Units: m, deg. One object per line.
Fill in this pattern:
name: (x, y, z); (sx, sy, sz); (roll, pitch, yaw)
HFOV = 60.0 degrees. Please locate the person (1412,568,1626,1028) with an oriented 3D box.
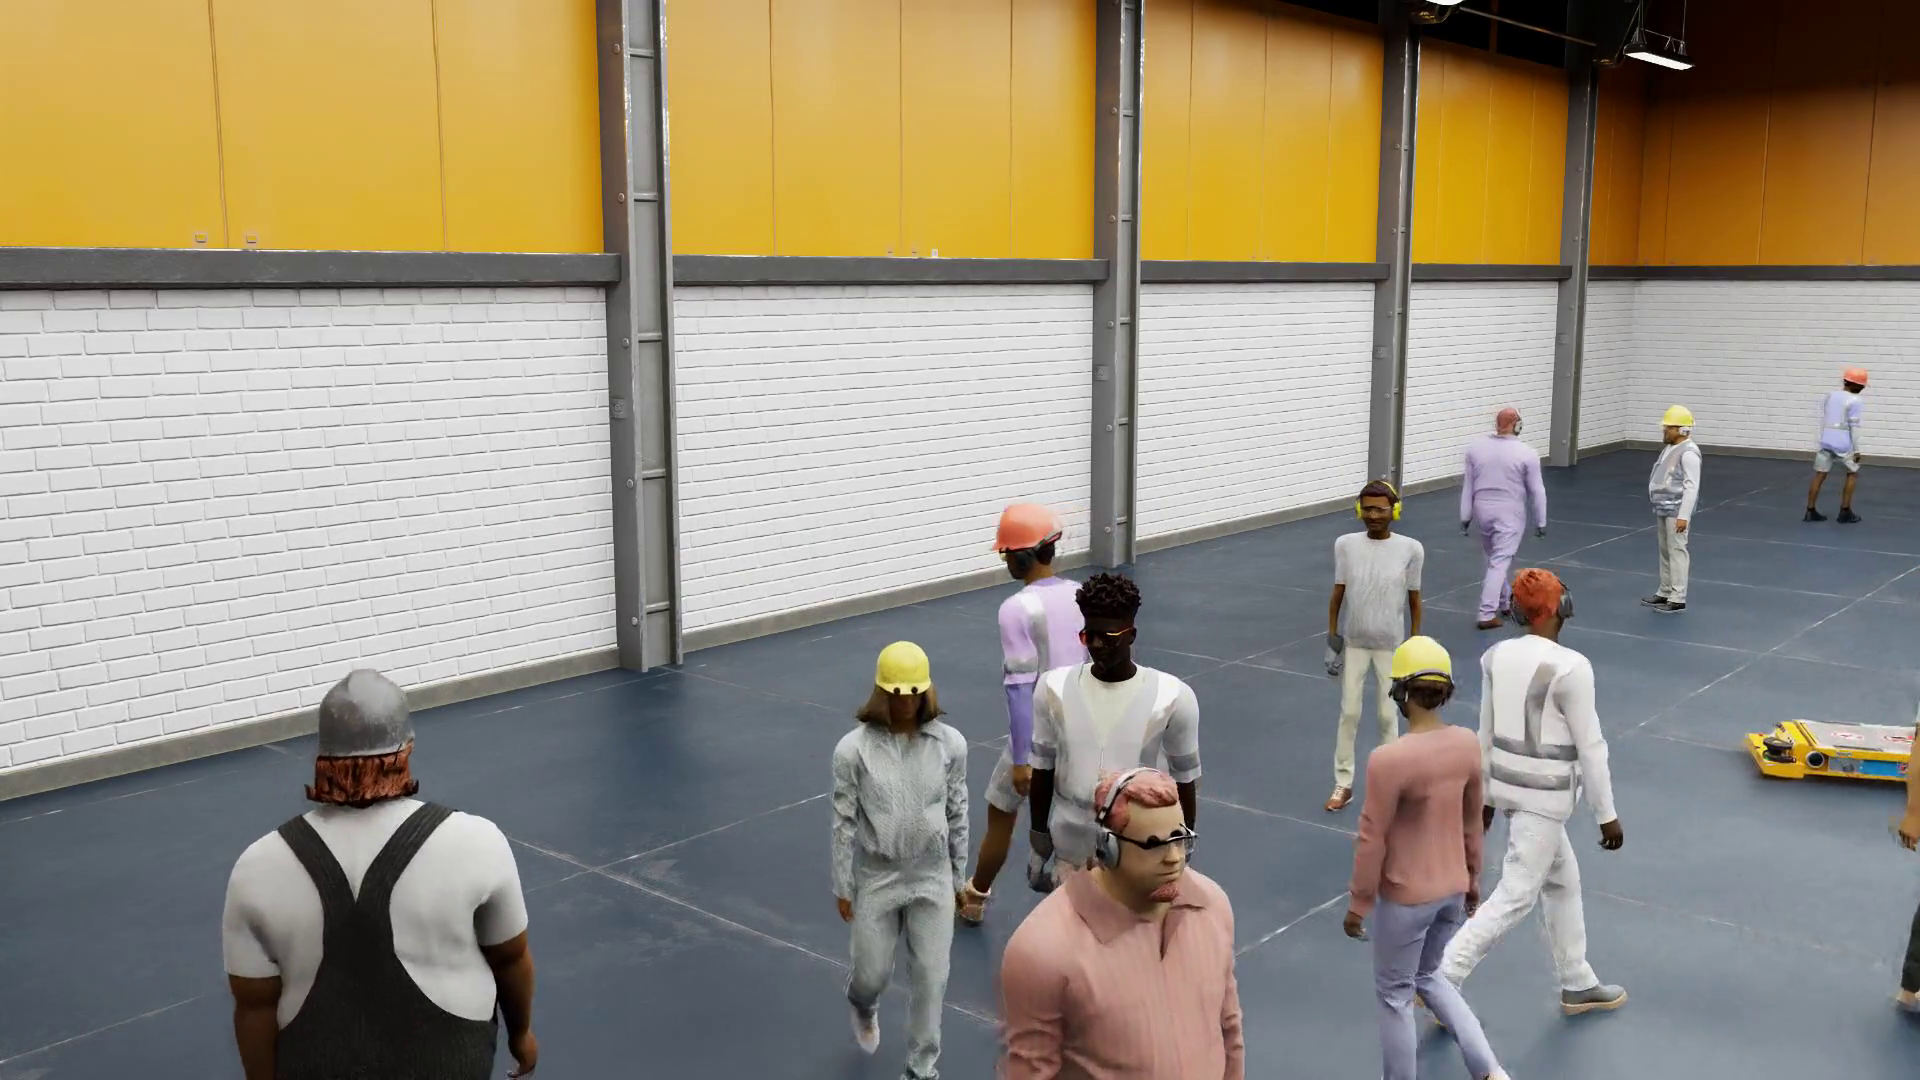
person: (2.214, 1.025, 6.593); (0.970, 1.831, 0.606); (-2, 9, -11)

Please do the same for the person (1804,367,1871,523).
person: (10.577, -1.126, 19.939); (0.617, 1.893, 0.551); (-3, 9, -16)

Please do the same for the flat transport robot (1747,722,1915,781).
flat transport robot: (5.518, 1.274, 9.895); (1.431, 0.197, 0.652); (3, 9, 16)

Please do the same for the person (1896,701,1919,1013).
person: (3.959, 1.043, 6.463); (0.558, 1.826, 0.551); (-6, 11, -33)

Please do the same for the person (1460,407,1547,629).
person: (4.679, -0.201, 14.165); (0.963, 1.856, 0.680); (-8, 12, -43)

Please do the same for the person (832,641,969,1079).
person: (-0.216, 1.182, 5.927); (0.491, 1.721, 0.647); (-2, 9, -13)

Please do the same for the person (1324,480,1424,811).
person: (2.279, 0.592, 9.183); (0.531, 1.868, 0.309); (3, 10, 20)

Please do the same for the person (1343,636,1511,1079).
person: (1.606, 1.205, 5.688); (0.544, 1.744, 0.504); (-7, 11, -37)

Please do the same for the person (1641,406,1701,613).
person: (6.298, -0.272, 14.715); (0.404, 1.830, 0.601); (1, 9, 5)

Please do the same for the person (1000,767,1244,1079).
person: (0.367, 1.423, 3.961); (0.650, 1.880, 0.862); (-6, 11, -34)

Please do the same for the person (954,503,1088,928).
person: (0.287, 0.821, 7.365); (1.038, 1.982, 0.650); (8, 12, 40)

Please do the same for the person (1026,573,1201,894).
person: (0.524, 1.076, 5.833); (0.612, 1.963, 0.361); (3, 10, 19)
